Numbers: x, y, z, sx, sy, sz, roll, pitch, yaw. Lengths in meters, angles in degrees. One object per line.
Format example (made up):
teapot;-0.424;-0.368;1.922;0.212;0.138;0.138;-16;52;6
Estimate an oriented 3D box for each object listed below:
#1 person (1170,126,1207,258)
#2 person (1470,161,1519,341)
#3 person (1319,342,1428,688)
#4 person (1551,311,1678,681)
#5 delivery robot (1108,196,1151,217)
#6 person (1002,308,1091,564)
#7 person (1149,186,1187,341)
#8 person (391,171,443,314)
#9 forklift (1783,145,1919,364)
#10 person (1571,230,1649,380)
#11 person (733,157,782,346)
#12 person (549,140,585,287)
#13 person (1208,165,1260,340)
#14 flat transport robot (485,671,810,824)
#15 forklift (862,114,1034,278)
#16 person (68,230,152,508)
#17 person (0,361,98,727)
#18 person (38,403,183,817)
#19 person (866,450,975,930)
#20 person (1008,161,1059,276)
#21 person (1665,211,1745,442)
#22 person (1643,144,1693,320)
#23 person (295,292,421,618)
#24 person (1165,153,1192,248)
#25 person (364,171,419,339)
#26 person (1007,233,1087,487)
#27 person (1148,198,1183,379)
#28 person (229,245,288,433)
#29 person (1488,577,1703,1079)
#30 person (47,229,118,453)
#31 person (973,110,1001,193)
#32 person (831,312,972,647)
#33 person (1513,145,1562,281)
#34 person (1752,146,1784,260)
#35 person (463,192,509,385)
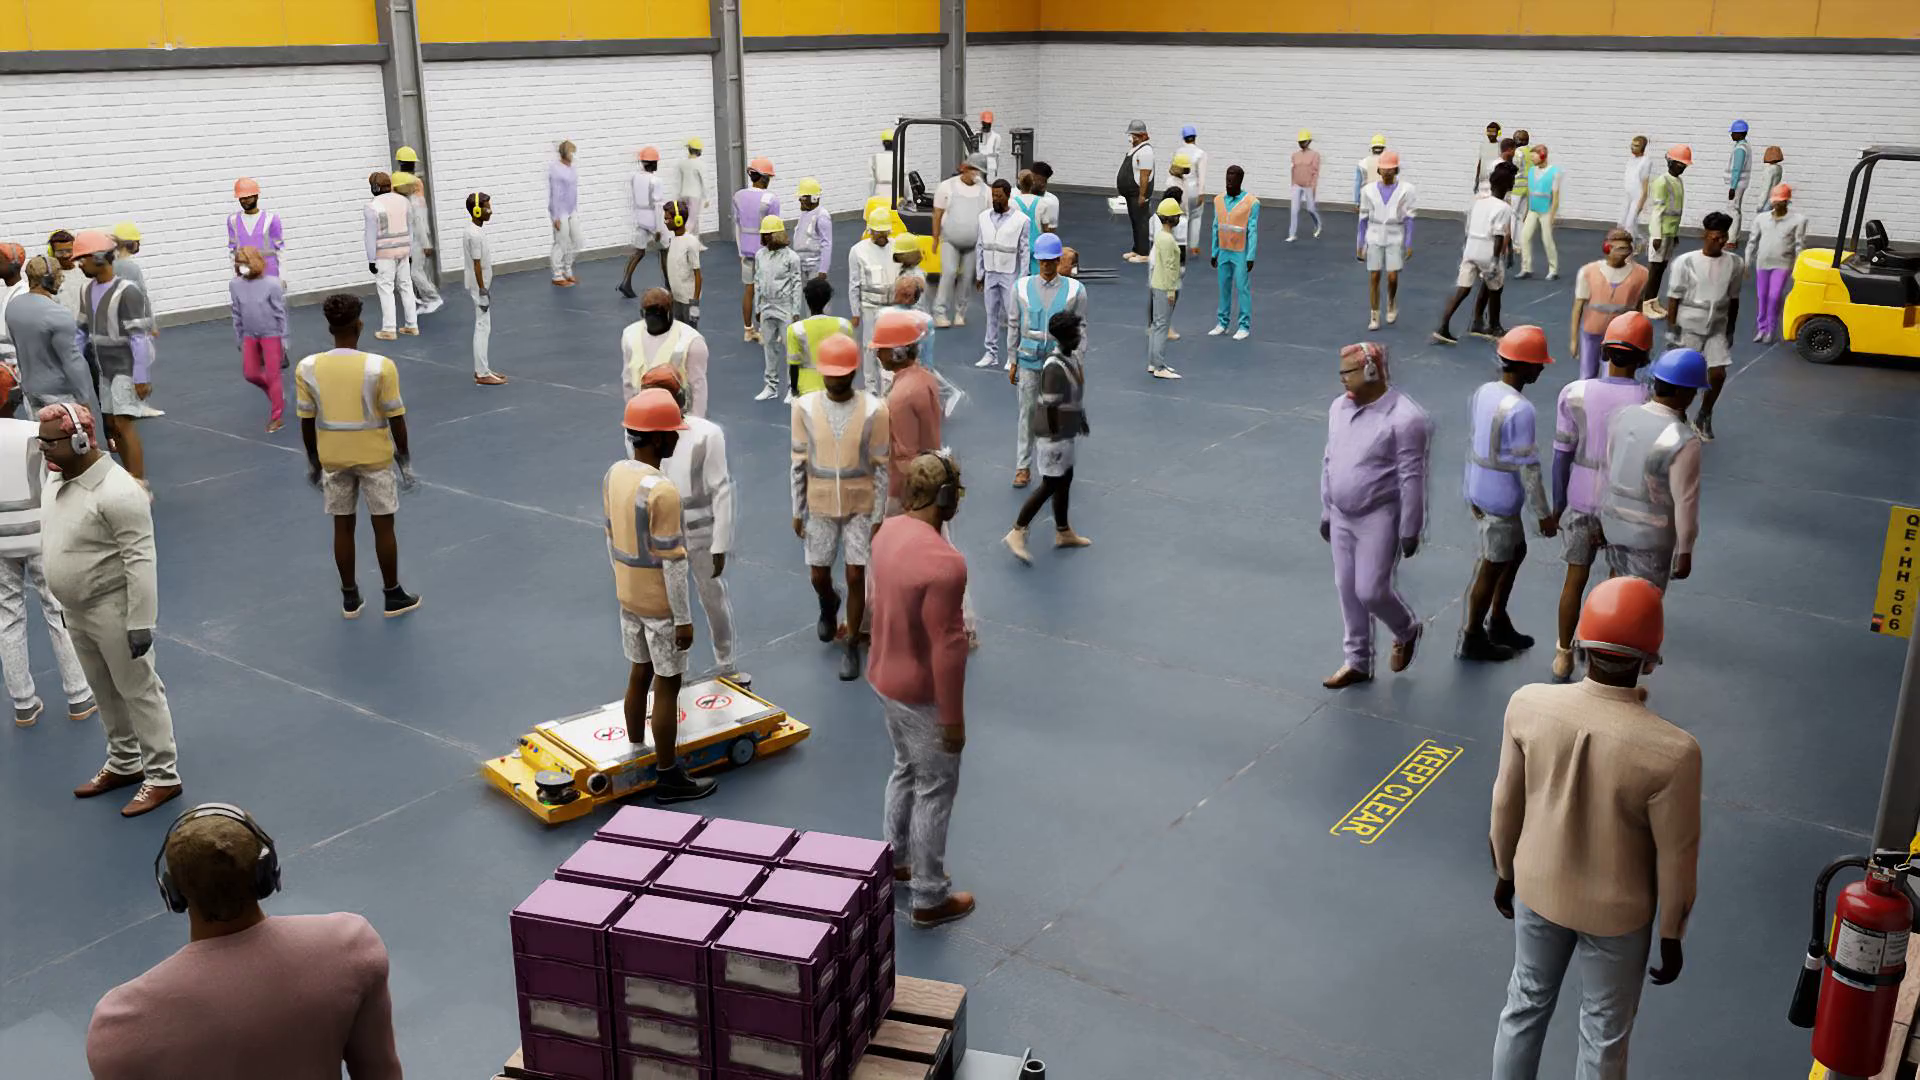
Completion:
person;3.343;-5.106;24.449;0.628;1.894;0.778;10;20;27
person;5.996;-3.169;18.309;0.695;1.948;0.641;13;22;35
person;2.207;-0.132;8.931;0.514;1.883;0.653;-11;21;-30
person;3.463;-0.204;8.891;0.606;2.044;0.374;10;20;29
delivery robot;2.901;-5.749;28.488;0.707;0.478;0.477;-1;18;-2
person;0.604;-0.719;11.082;0.522;1.691;0.700;4;18;11
person;2.281;-3.049;18.375;0.349;1.686;0.535;-16;24;-41
person;-6.519;-3.526;19.816;0.420;1.720;0.490;-11;21;-30
forklift;9.803;-2.879;17.013;2.313;2.155;1.214;12;21;33
person;5.443;-1.714;14.013;0.573;1.790;0.966;5;19;16
person;-2.159;-3.126;18.066;0.608;2.029;0.407;11;21;30
person;-5.193;-4.276;21.869;0.500;1.909;0.635;5;18;15
person;3.053;-3.196;18.475;0.397;1.910;0.587;-17;24;-42
flat transport robot;-1.501;0.970;8.082;1.431;0.197;0.652;-15;23;-38
forklift;-0.171;-4.594;22.377;2.313;2.155;1.214;1;18;3
person;-6.226;-1.224;12.114;0.646;2.022;0.581;11;21;30
person;-4.742;0.028;8.421;0.584;1.882;0.337;-5;18;-14
person;-3.874;0.315;7.489;0.649;1.906;0.401;12;21;32
person;-0.161;0.590;6.619;0.408;1.920;0.701;-8;19;-22
person;0.763;-3.331;18.888;0.690;1.907;0.862;2;18;6
person;6.225;-1.763;13.923;0.621;1.943;0.497;1;18;4
person;8.339;-3.625;19.608;0.392;2.034;0.605;15;23;40
person;-3.585;-0.493;9.919;0.622;1.962;0.362;0;18;1
person;2.857;-4.247;22.049;0.437;1.732;0.509;15;23;39
person;-6.336;-3.154;18.463;0.429;1.837;0.630;11;21;30
person;0.656;-1.356;12.648;0.602;1.949;0.387;2;18;5
person;2.045;-2.494;16.498;0.301;1.772;0.525;-1;18;-4
person;-6.041;-1.764;14.464;0.499;1.618;0.449;2;18;7
person;1.886;1.065;4.994;0.371;1.997;0.622;-16;24;-41
person;-7.179;-1.602;13.576;0.515;1.858;0.342;-12;21;-33
person;0.423;-6.438;28.634;0.539;1.907;0.950;-1;18;-4
person;-0.341;-0.317;9.393;0.879;1.951;0.626;6;19;17
person;7.830;-4.394;22.407;0.635;1.808;0.589;-8;20;-25
person;11.792;-4.919;24.300;0.275;1.632;0.507;17;24;42
person;-4.641;-2.437;16.175;0.331;1.864;0.505;-6;19;-17
